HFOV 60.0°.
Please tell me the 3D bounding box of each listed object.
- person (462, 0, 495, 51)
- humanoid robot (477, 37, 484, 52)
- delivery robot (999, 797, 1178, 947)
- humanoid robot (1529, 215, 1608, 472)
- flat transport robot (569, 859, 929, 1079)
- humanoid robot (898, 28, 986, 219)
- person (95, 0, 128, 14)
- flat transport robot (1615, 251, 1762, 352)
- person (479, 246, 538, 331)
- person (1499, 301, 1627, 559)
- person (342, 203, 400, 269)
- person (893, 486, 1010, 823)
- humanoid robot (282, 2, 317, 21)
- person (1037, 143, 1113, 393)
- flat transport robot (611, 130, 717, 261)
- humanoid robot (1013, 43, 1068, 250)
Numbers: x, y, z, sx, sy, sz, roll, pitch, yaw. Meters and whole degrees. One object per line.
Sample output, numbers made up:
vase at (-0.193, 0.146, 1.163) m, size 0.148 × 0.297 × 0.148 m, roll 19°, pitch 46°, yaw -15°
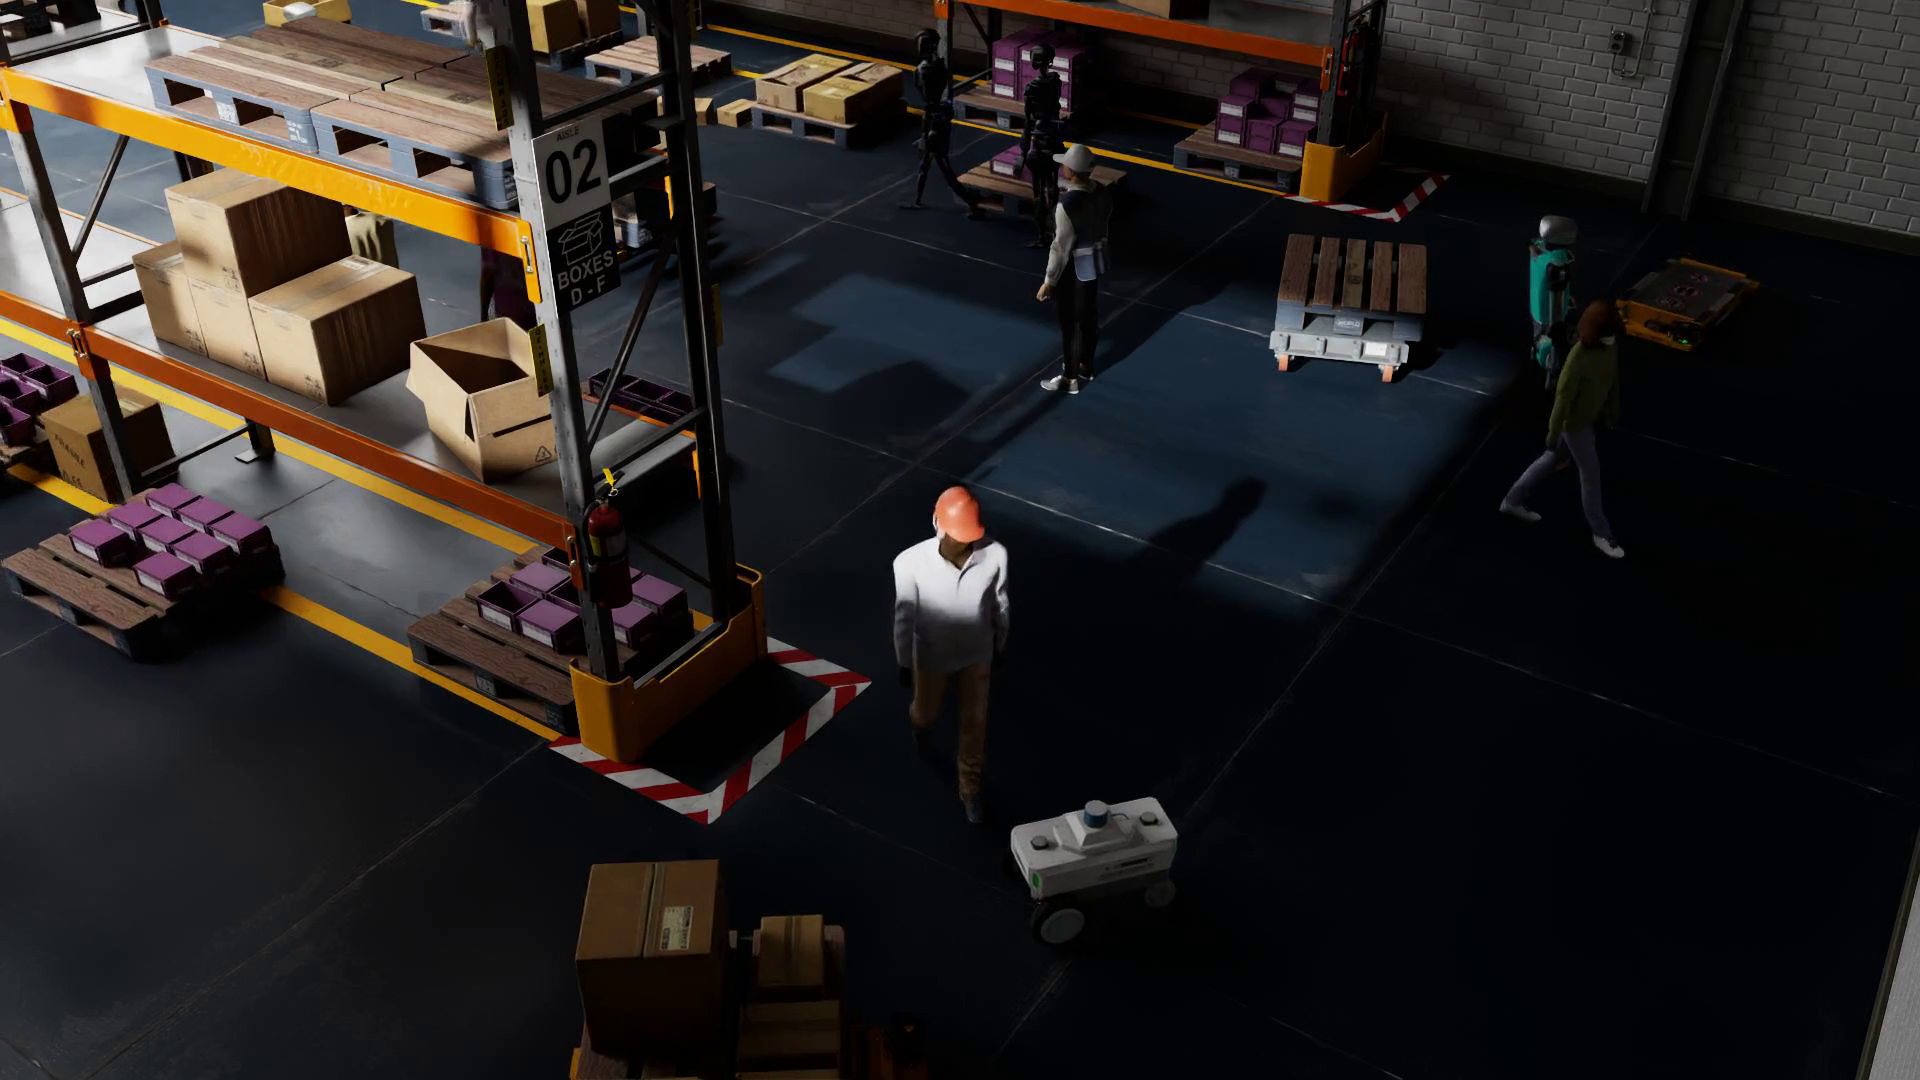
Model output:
person at (-4.435, -4.904, 15.897) m, size 0.444 × 1.920 × 0.649 m, roll 9°, pitch 34°, yaw 14°
humanoid robot at (-5.123, -5.993, 17.854) m, size 0.770 × 1.649 × 0.589 m, roll 19°, pitch 38°, yaw 27°
delivery robot at (0.571, 1.426, 7.425) m, size 0.783 × 0.601 × 0.499 m, roll -10°, pitch 34°, yaw -15°
humanoid robot at (3.816, -1.123, 10.314) m, size 0.812 × 1.828 × 0.538 m, roll 2°, pitch 33°, yaw 2°
flat transport robot at (-0.833, 2.197, 6.497) m, size 1.431 × 0.231 × 0.659 m, roll -2°, pitch 33°, yaw -3°
humanoid robot at (-0.159, -3.486, 14.005) m, size 0.797 × 1.631 × 0.588 m, roll 5°, pitch 33°, yaw 7°
person at (-8.497, -5.208, 16.454) m, size 0.523 × 1.827 × 0.844 m, roll -23°, pitch 39°, yaw -31°
flat transport robot at (5.533, -1.828, 12.683) m, size 0.659 × 0.231 × 1.431 m, roll 26°, pitch 41°, yaw 34°
person at (-2.802, -1.501, 10.760) m, size 0.558 × 1.821 × 0.765 m, roll -26°, pitch 41°, yaw -34°
person at (3.640, -0.689, 9.719) m, size 0.814 × 1.576 × 0.499 m, roll 20°, pitch 38°, yaw 28°
person at (-3.914, -1.597, 10.961) m, size 0.320 × 1.755 × 0.562 m, roll 20°, pitch 38°, yaw 27°
person at (-0.040, 0.473, 7.795) m, size 0.570 × 1.730 × 0.670 m, roll -7°, pitch 34°, yaw -11°
humanoid robot at (-5.221, -3.613, 13.954) m, size 0.735 × 1.681 × 0.533 m, roll 20°, pitch 38°, yaw 27°
person at (0.796, -1.843, 11.339) m, size 0.433 × 1.758 × 0.750 m, roll 20°, pitch 38°, yaw 27°
flat transport robot at (-2.763, -2.661, 13.963) m, size 0.659 × 0.231 × 1.431 m, roll 20°, pitch 38°, yaw 27°
humanoid robot at (0.664, -3.187, 13.468) m, size 0.315 × 1.657 × 0.599 m, roll 20°, pitch 38°, yaw 27°
